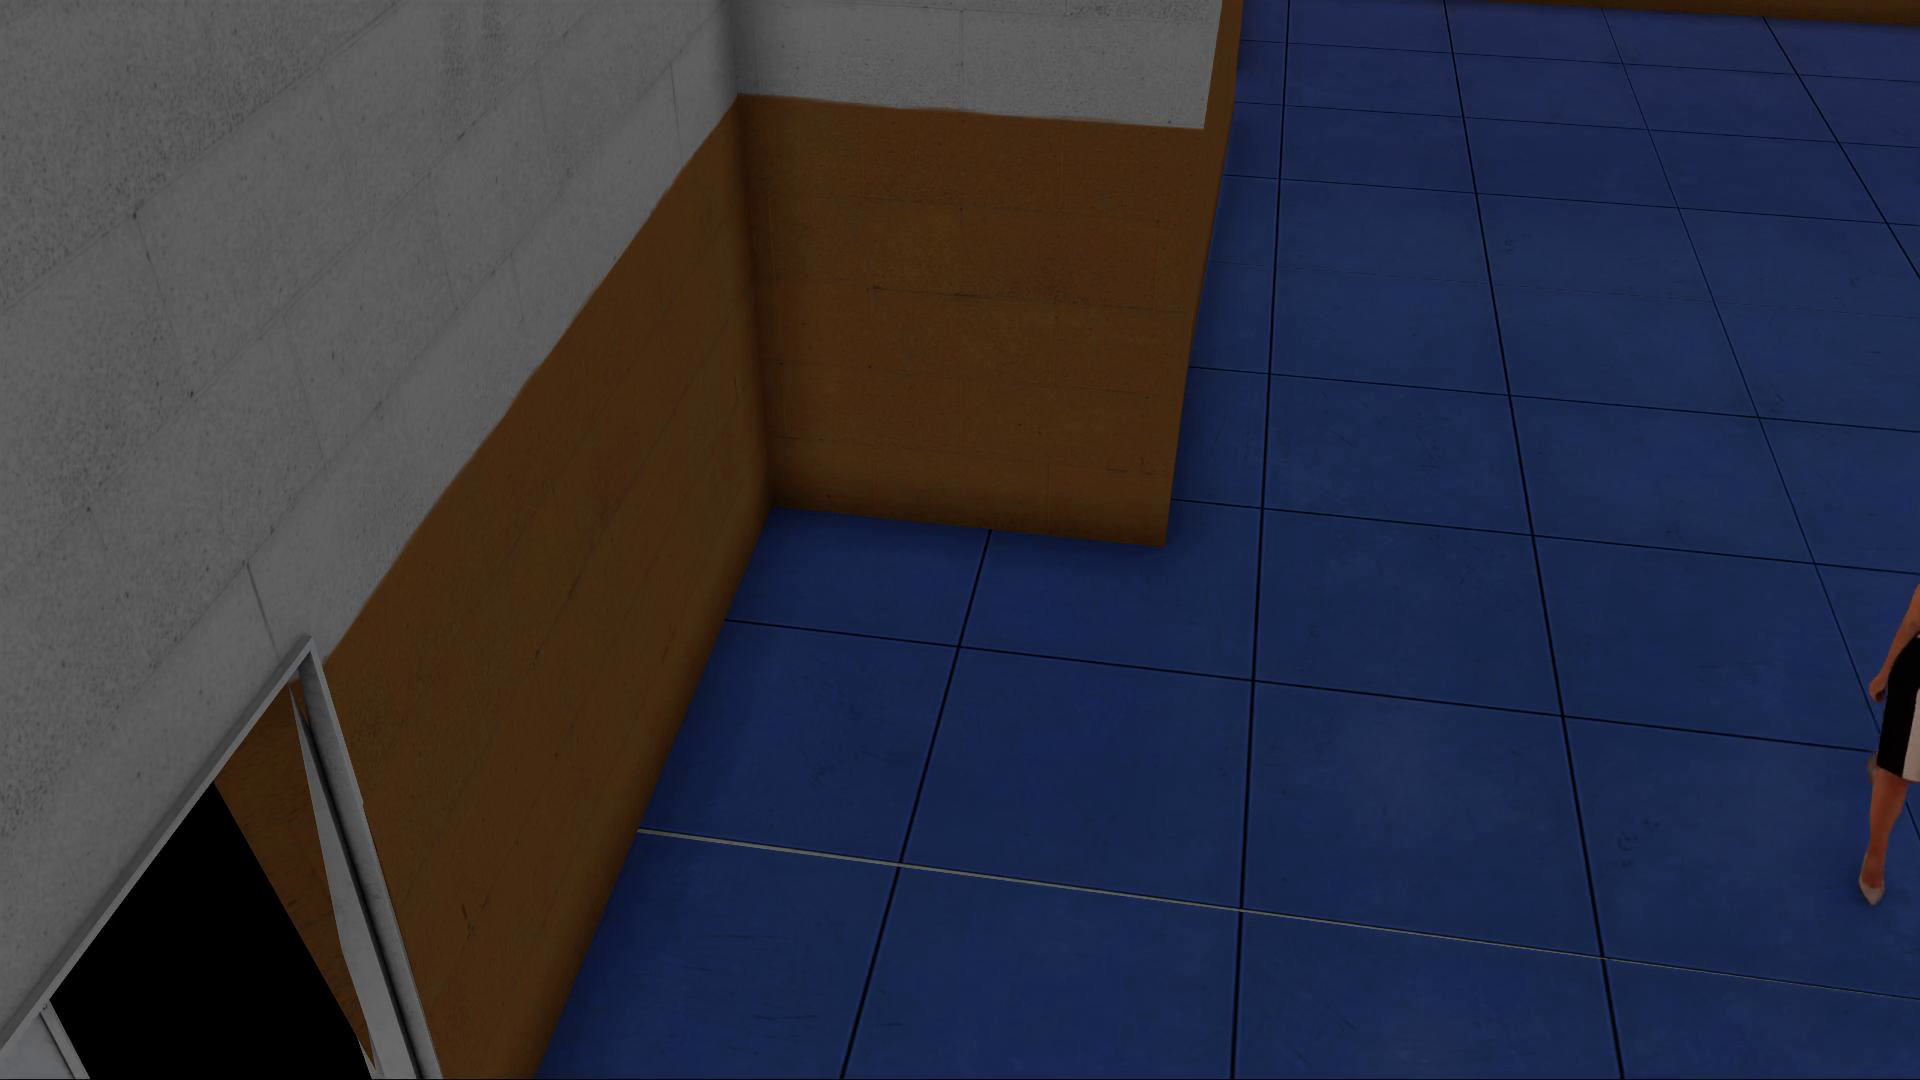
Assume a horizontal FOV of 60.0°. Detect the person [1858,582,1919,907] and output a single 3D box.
[{"bbox_3d":[3.633,0.506,6.135,1.015,1.730,0.799,12,39,15],"label":"person"}]
